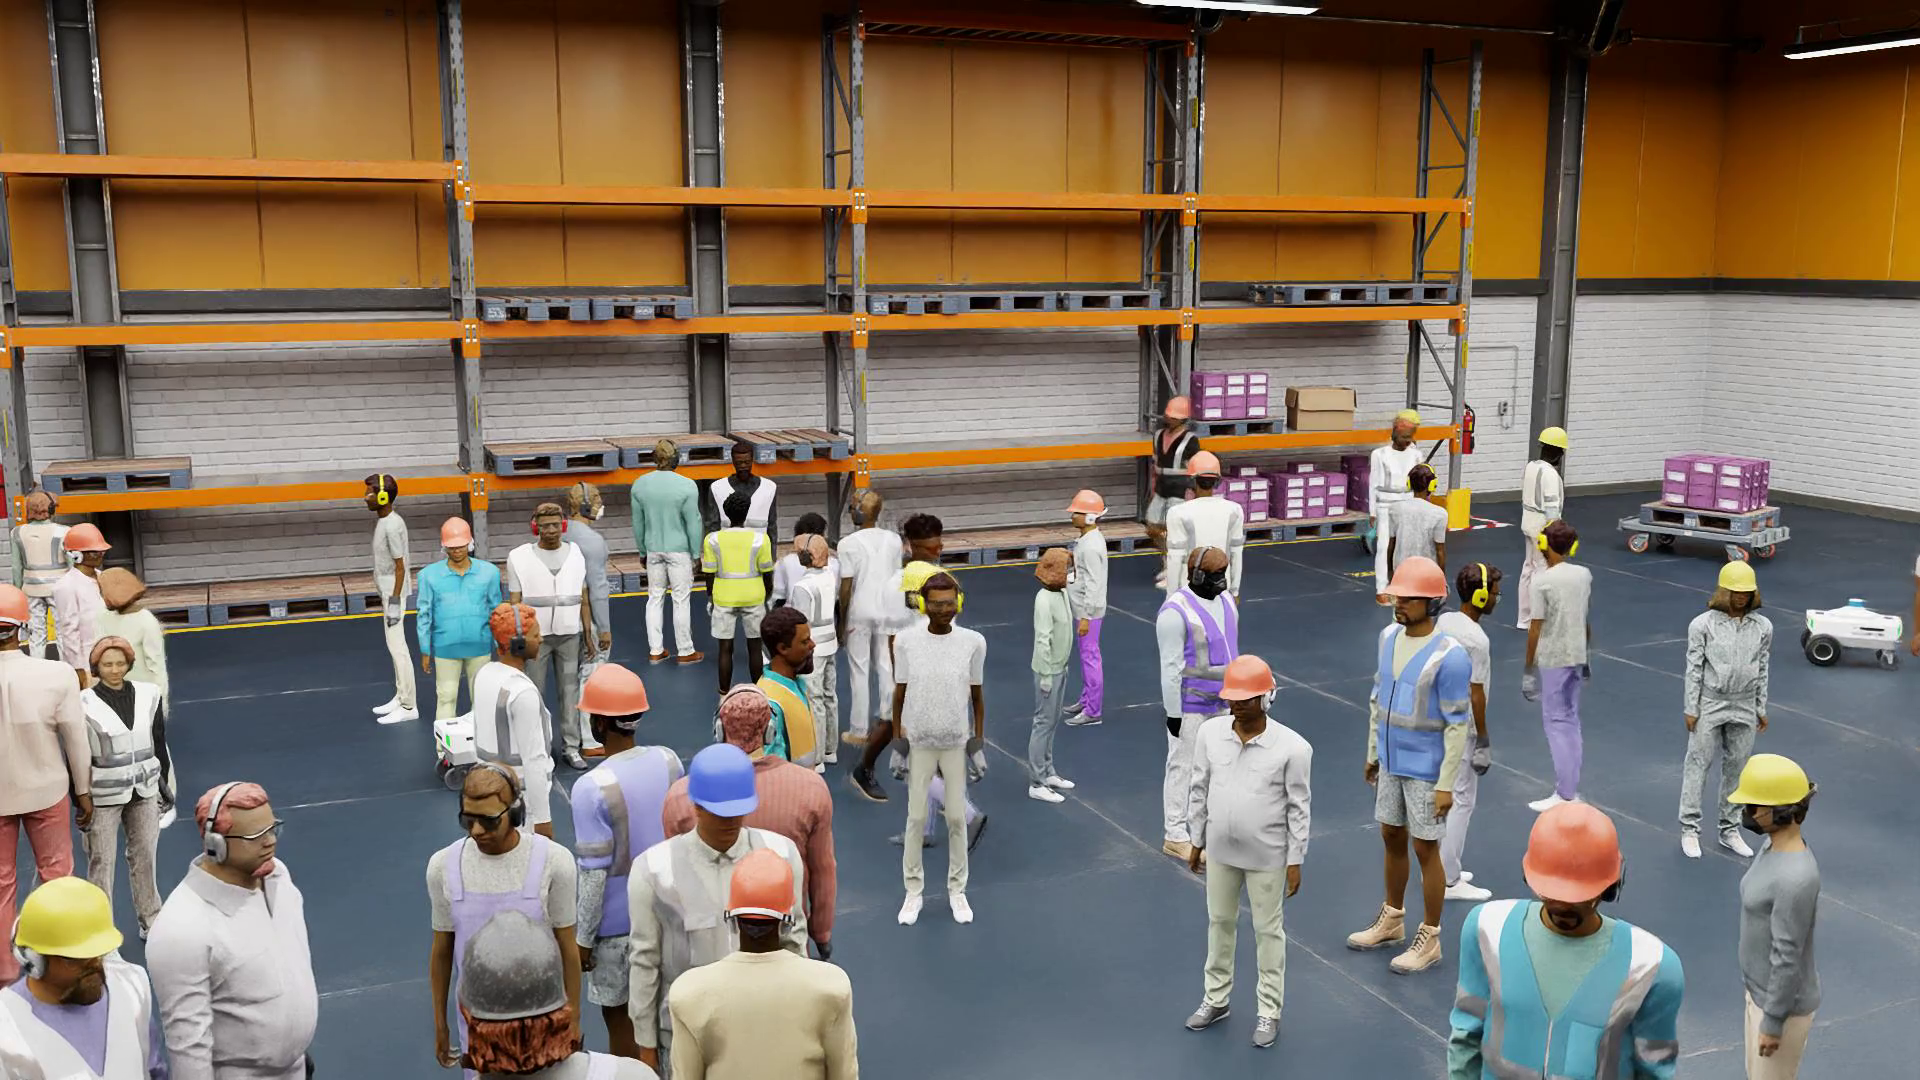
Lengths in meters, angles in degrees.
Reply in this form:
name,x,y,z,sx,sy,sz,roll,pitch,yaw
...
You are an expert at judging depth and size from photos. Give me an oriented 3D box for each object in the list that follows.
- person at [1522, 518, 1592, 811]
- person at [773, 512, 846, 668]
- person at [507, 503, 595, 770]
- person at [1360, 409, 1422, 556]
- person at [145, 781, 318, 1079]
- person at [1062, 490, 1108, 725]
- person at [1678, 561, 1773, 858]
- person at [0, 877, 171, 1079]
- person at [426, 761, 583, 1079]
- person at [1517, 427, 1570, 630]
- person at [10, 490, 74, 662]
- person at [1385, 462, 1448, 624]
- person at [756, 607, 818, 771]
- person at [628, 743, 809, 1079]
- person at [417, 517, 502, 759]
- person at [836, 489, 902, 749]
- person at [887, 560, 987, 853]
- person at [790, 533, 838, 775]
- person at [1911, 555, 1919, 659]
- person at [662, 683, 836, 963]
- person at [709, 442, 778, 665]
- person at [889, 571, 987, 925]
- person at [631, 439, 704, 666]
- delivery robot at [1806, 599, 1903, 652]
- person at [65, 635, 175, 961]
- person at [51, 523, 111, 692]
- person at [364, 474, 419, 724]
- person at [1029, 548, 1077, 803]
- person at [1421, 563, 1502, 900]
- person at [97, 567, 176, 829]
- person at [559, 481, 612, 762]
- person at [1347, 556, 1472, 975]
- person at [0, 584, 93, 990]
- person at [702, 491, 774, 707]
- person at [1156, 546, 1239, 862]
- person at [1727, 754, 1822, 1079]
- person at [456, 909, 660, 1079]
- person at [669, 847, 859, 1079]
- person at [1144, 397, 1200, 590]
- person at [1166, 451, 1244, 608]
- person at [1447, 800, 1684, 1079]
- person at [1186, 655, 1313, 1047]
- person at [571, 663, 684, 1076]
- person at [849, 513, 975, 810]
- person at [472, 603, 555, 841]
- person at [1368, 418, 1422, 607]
name,x,y,z,sx,sy,sz,roll,pitch,yaw
person,3.758,0.790,10.419,0.610,1.847,0.389,-5,11,-26
person,-1.092,0.641,11.756,0.537,1.673,0.702,4,11,22
person,-2.749,0.654,11.204,0.563,1.847,0.393,-5,11,-28
person,4.947,-0.614,18.827,0.694,1.732,0.539,-2,10,-10
person,-2.194,1.671,5.174,0.400,1.907,0.645,1,10,6
person,0.933,0.495,12.377,0.318,1.756,0.562,0,10,1
person,4.439,0.980,9.625,0.492,1.743,0.295,0,10,-3
person,-2.445,1.806,4.637,0.403,1.822,0.600,5,11,27
person,-1.536,1.627,5.642,0.515,1.835,0.355,0,10,-1
person,5.341,-0.078,15.222,0.381,1.917,0.585,-1,10,-3
person,-7.177,0.427,13.107,0.522,1.638,0.311,0,10,-3
person,3.594,0.318,13.121,0.502,1.861,0.334,7,12,36
person,-0.805,1.247,7.583,0.392,1.920,0.590,0,10,-1
person,-0.783,1.599,5.499,0.606,1.939,0.414,-4,11,-22
person,-3.338,0.708,11.161,0.572,1.749,0.341,-4,11,-23
person,-0.647,0.556,11.770,0.514,1.845,0.333,-6,12,-32
person,-0.151,0.982,9.593,0.575,1.749,0.534,3,10,15
person,-0.977,0.762,11.179,0.307,1.641,0.514,3,10,19
person,6.718,0.613,10.882,0.712,2.000,0.834,0,10,-3
person,-0.794,1.478,6.286,0.653,1.906,0.408,-2,10,-14
person,-1.828,0.118,14.084,0.590,1.919,0.396,-3,10,-17
person,-0.116,1.082,8.678,0.510,1.870,0.328,0,10,-3
person,-2.464,0.108,14.088,0.629,1.940,0.372,3,10,17
delivery robot,7.596,0.743,14.138,0.707,0.478,0.477,4,11,22
person,-4.153,1.274,8.237,0.308,1.637,0.514,6,12,32
person,-5.662,0.756,10.877,0.327,1.752,0.563,-1,10,-4
person,-4.260,0.432,12.418,0.312,1.869,0.538,-4,11,-23
person,0.600,0.849,10.691,0.267,1.632,0.507,3,10,17
person,2.722,1.034,9.006,0.335,1.856,0.527,-2,10,-9
person,-4.996,0.953,10.133,0.577,1.616,0.383,6,11,31
person,-2.593,0.556,11.499,0.356,1.938,0.638,-8,13,-39
person,2.194,1.086,8.135,0.364,2.047,0.612,-5,11,-25
person,-4.364,1.187,7.707,0.625,1.992,0.388,-6,11,-29
person,-1.684,0.470,12.696,0.541,1.696,0.315,0,10,-2
person,1.397,0.935,9.629,0.626,1.836,0.430,-10,14,-44
person,2.865,1.618,5.918,0.344,1.756,0.532,3,10,19
person,-1.018,1.831,3.866,0.689,2.000,0.538,-7,12,-36
person,-0.579,1.776,5.006,0.559,1.752,0.325,-1,10,-6
person,2.167,-0.480,17.241,0.420,2.015,0.642,-8,13,-39
person,1.787,0.359,12.336,0.609,2.043,0.397,-3,10,-16
person,1.649,1.698,4.645,0.605,2.037,0.391,6,11,30
person,1.263,1.362,7.390,0.571,1.751,0.329,6,12,32
person,-1.312,1.430,6.471,0.357,1.938,0.543,6,11,29
person,-0.299,0.770,10.351,1.000,1.931,0.617,8,13,39
person,-2.078,1.222,7.822,0.340,1.882,0.585,-8,13,-38
person,4.342,-0.278,16.523,0.595,1.874,0.422,-3,10,-18
